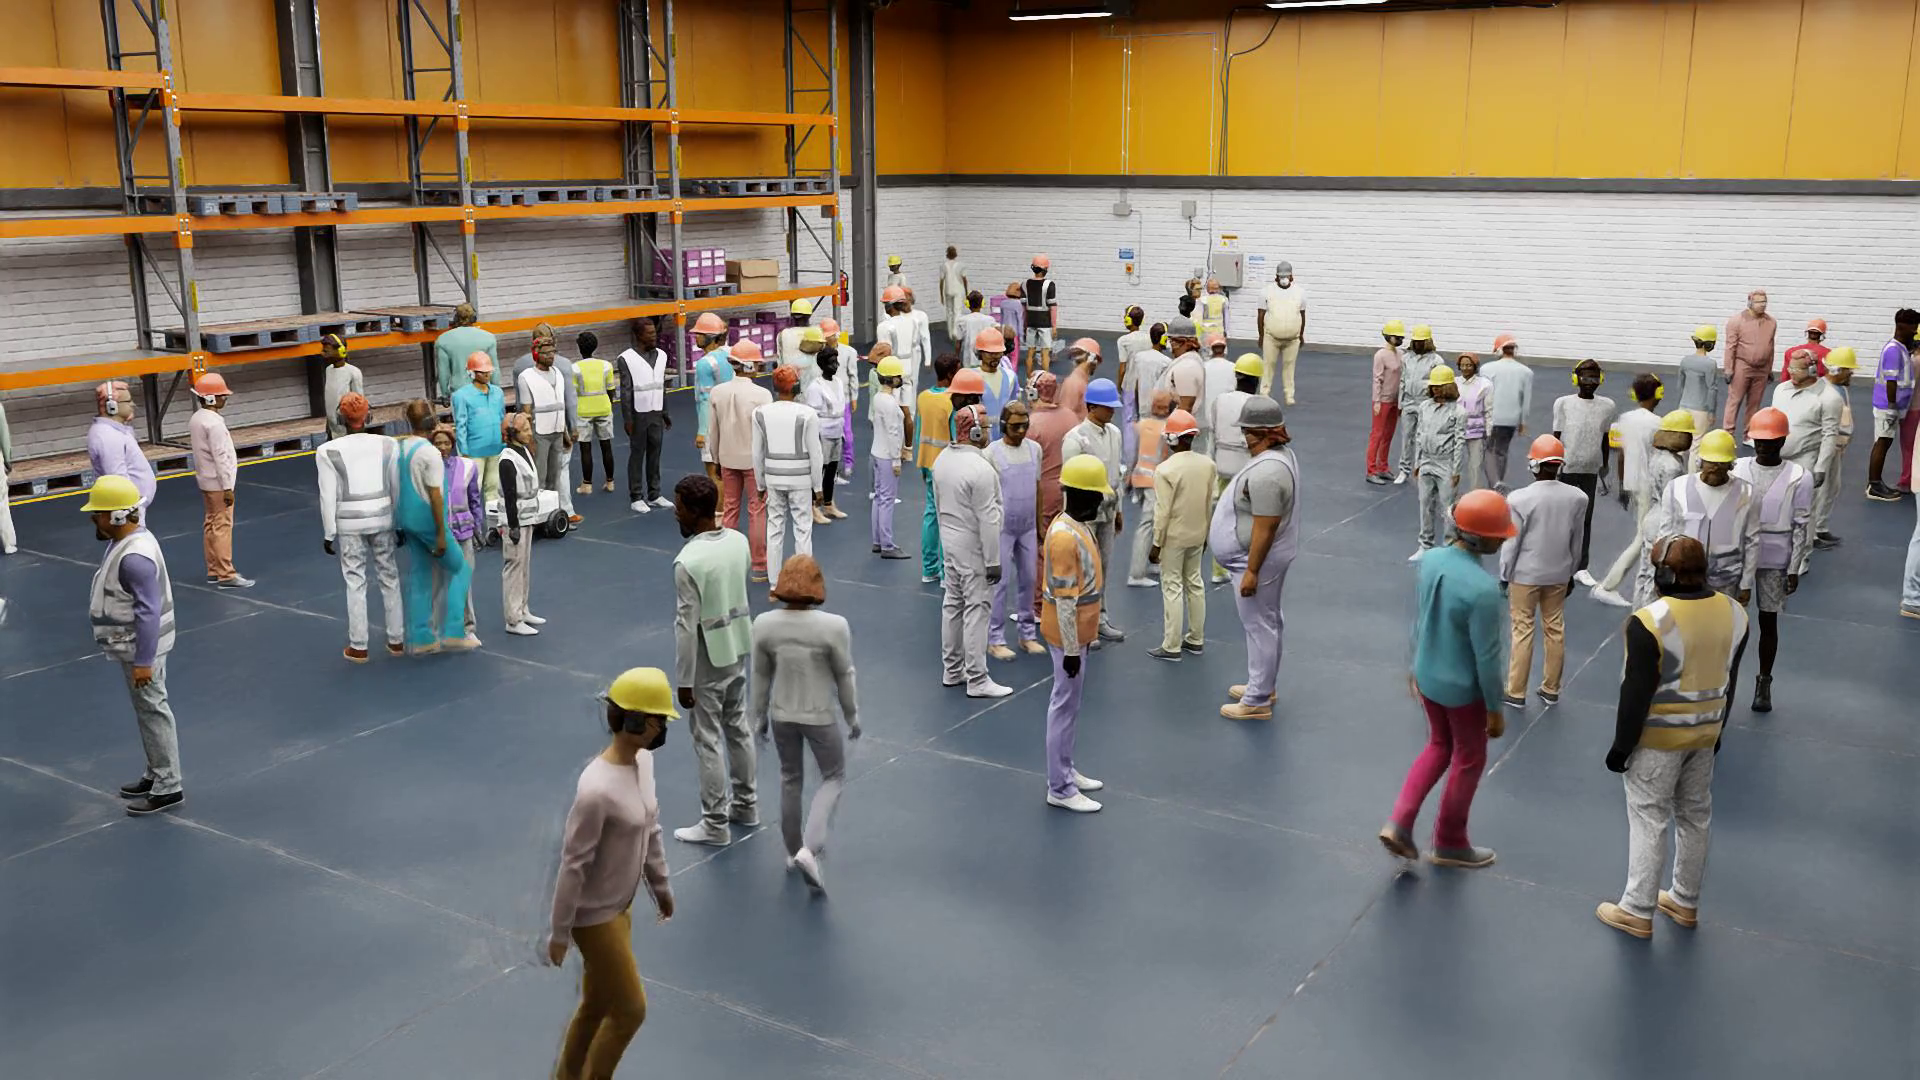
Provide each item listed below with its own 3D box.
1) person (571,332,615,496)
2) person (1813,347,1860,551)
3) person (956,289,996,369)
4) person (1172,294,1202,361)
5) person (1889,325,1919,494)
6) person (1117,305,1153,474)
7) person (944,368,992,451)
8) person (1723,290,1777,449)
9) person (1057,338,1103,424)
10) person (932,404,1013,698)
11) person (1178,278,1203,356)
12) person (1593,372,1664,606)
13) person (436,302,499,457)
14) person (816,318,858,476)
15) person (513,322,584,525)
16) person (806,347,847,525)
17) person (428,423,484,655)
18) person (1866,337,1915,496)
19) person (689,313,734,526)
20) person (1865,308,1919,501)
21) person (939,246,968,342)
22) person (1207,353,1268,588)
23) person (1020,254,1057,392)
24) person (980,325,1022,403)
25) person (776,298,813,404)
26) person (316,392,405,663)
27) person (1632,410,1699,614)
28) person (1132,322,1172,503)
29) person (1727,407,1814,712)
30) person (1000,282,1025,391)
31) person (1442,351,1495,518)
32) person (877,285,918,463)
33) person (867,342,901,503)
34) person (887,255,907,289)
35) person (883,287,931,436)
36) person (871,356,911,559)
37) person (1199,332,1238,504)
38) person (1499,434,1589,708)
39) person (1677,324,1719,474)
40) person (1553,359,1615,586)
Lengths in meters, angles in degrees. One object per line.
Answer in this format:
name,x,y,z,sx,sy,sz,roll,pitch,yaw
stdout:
person,-3.815,-1.304,17.212,0.529,1.697,0.321,-9,16,-35
person,7.714,-0.814,14.834,0.403,1.824,0.619,11,17,40
person,0.195,-2.150,20.534,0.512,1.862,0.325,0,13,1
person,2.951,-2.367,21.823,0.318,1.700,0.535,-7,15,-29
person,9.881,-1.357,17.311,0.340,1.761,0.526,12,17,41
person,1.904,-1.652,18.353,0.526,1.868,0.324,-9,16,-35
person,0.058,-0.307,12.353,0.358,1.940,0.552,-1,13,-5
person,9.482,-2.040,19.948,0.651,1.906,0.409,-2,13,-10
person,0.953,-0.740,14.236,0.462,1.942,0.789,3,13,13
person,0.086,0.071,10.794,0.410,1.908,0.643,-8,15,-30
person,3.148,-2.638,22.676,0.346,1.846,0.506,7,15,28
person,5.292,-0.366,12.878,0.651,1.832,0.597,-2,13,-10
person,-5.280,-1.589,17.920,0.632,1.938,0.359,-4,13,-15
person,-1.400,-1.569,18.279,0.574,1.737,0.354,2,13,10
person,-3.889,-1.083,15.727,0.627,1.941,0.371,4,14,16
person,-1.265,-1.002,15.904,0.317,1.695,0.540,7,15,27
person,-3.625,-0.014,11.753,0.522,1.636,0.310,-8,15,-31
person,9.570,-1.280,17.106,0.317,1.696,0.540,8,15,31
person,-2.314,-1.094,15.536,0.360,2.047,0.615,3,13,14
person,9.539,-1.390,17.013,0.372,1.959,0.603,7,15,27
person,-0.128,-4.670,31.563,0.530,1.818,0.873,3,13,12
person,2.265,-0.564,13.544,0.410,1.912,0.663,-11,17,-39
person,1.185,-3.208,24.717,0.605,2.044,0.374,8,15,31
person,0.397,-1.217,16.550,0.429,1.837,0.624,2,13,8
person,-1.774,-1.731,18.594,0.589,1.918,0.394,9,16,33
person,-4.126,-0.084,11.520,0.574,1.882,0.356,-9,16,-34
person,4.946,-0.046,11.660,0.298,1.742,0.483,2,13,9
person,1.946,-1.250,16.647,0.335,1.856,0.527,-11,17,-39
person,5.033,0.120,10.510,0.545,1.938,0.361,9,16,33
person,0.771,-3.052,24.982,0.331,1.622,0.507,-10,16,-36
person,4.883,-1.009,16.078,0.522,1.633,0.315,7,15,27
person,-0.743,-1.853,18.841,0.375,2.044,0.607,10,16,36
person,-0.788,-1.187,16.848,0.285,1.633,0.499,-4,14,-17
person,-1.138,-4.160,29.475,0.340,1.761,0.524,-9,16,-33
person,-0.657,-2.216,20.826,0.594,1.848,0.854,-1,13,-5
person,-0.614,-0.722,14.536,0.315,1.770,0.524,-4,14,-16
person,2.680,-1.265,17.032,0.575,1.694,0.859,6,14,23
person,3.673,0.198,10.577,0.564,1.751,0.330,-3,13,-13
person,7.646,-1.346,17.244,0.317,1.769,0.522,-4,13,-16
person,5.054,-0.547,13.554,0.514,1.872,0.328,0,13,-1
